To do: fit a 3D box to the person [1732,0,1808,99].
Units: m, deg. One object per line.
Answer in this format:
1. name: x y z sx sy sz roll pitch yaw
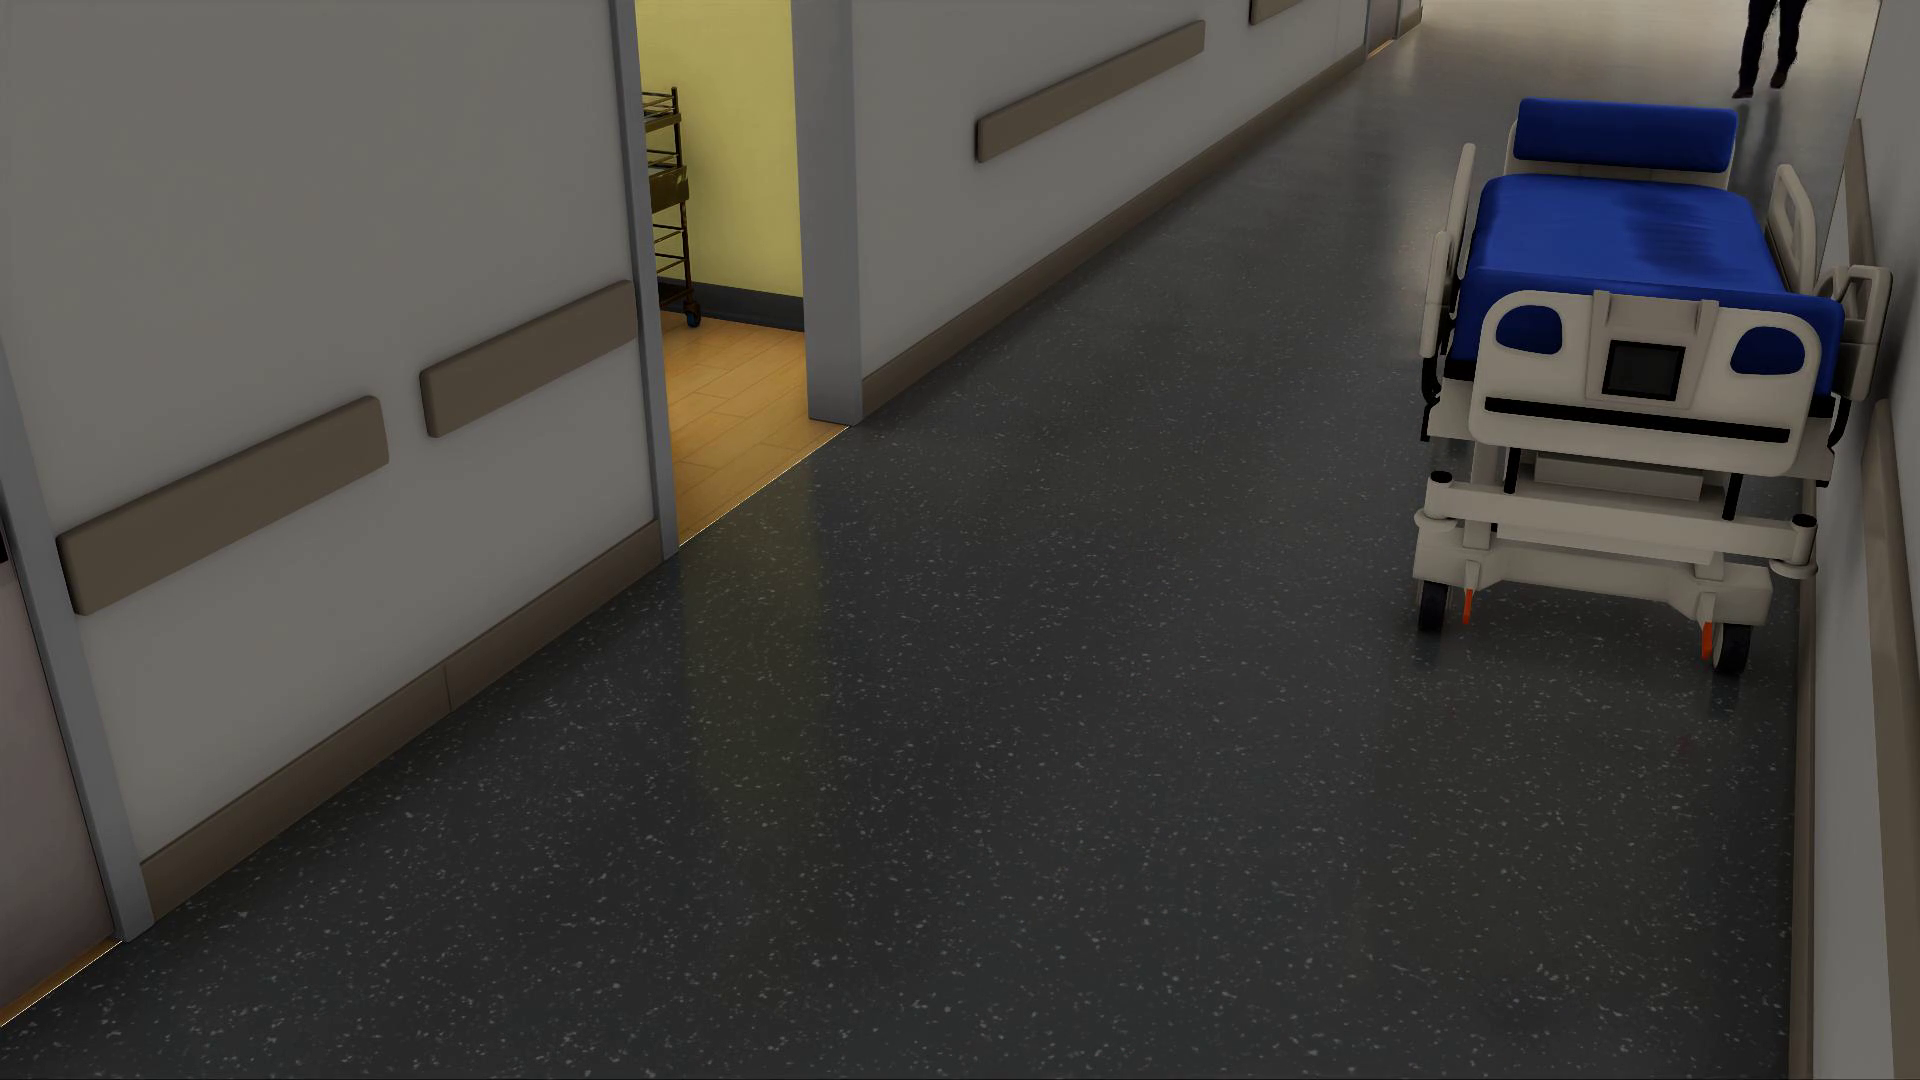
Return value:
1. person: 6.199 -4.249 12.452 1.123 1.818 0.935 17 30 31
